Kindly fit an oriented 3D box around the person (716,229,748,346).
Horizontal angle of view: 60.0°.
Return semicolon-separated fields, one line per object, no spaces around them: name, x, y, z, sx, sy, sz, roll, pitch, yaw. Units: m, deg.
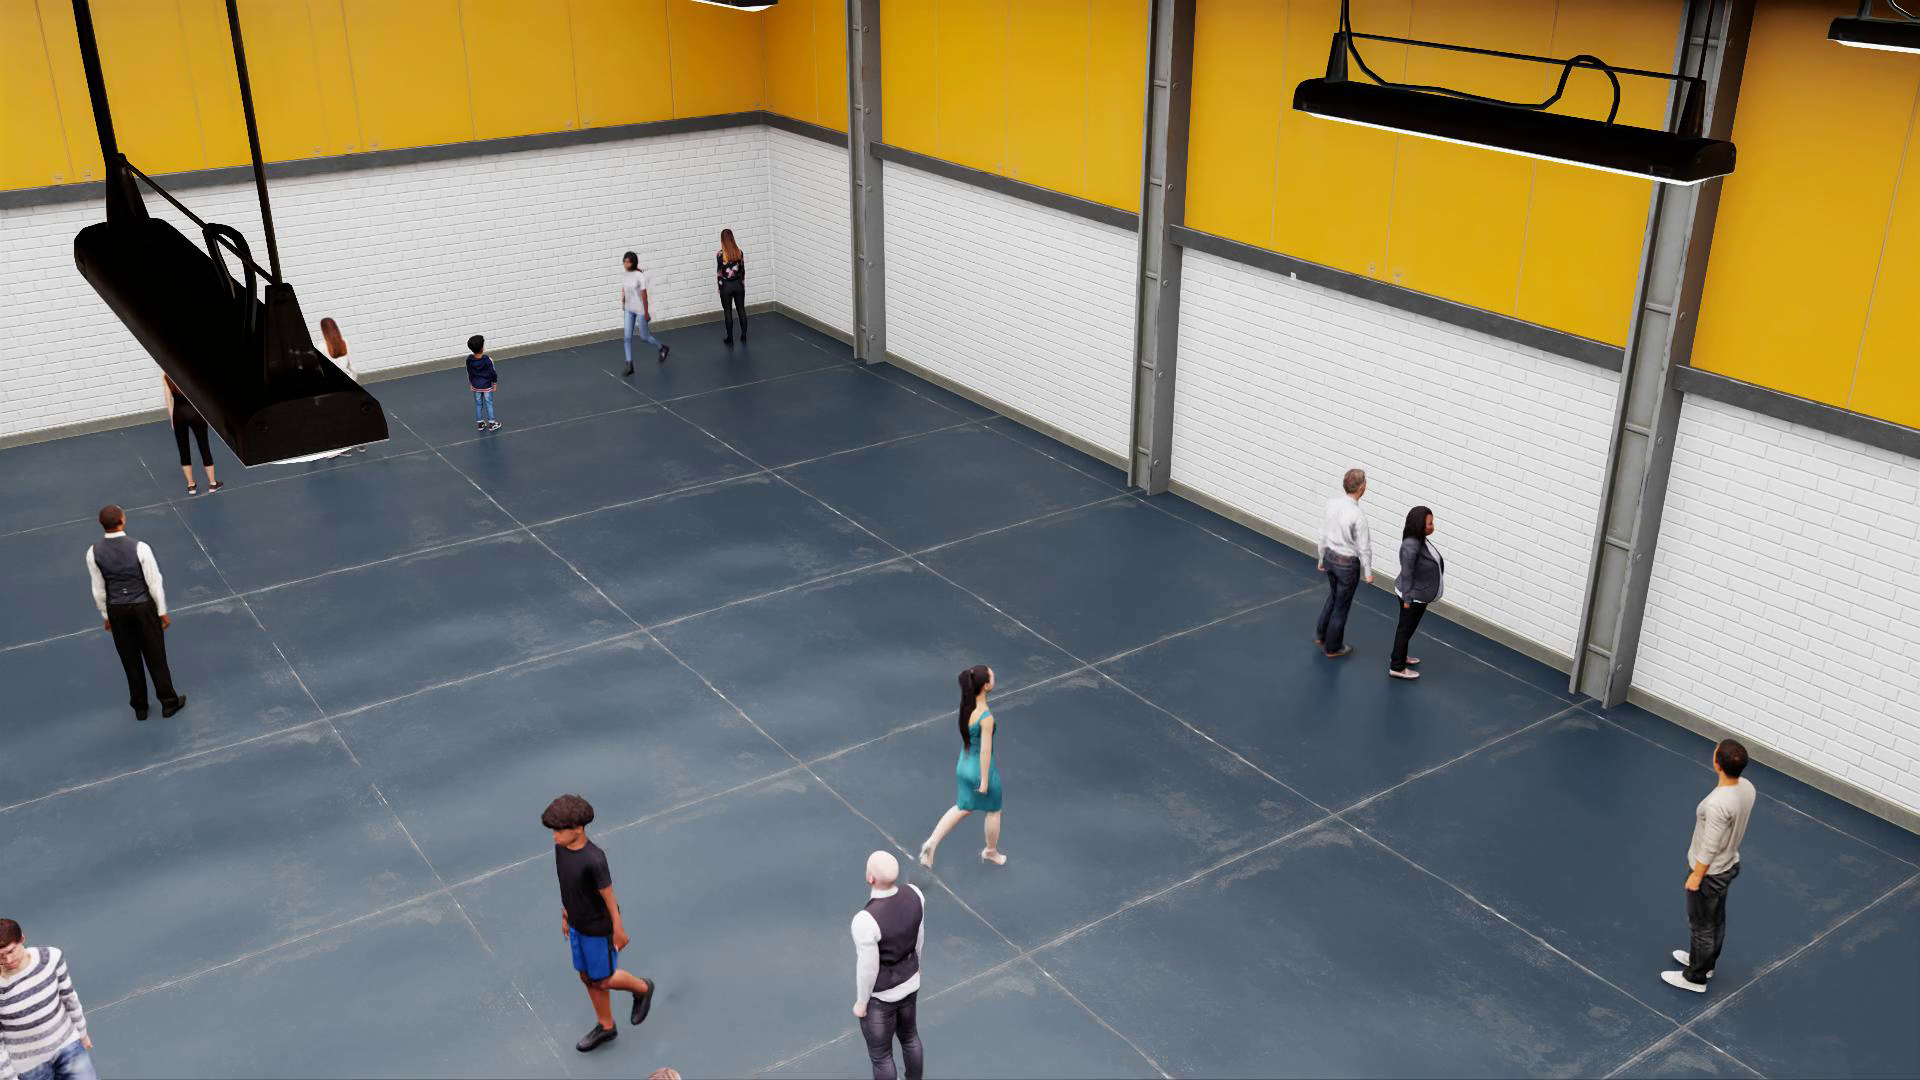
person;-3.286;-3.656;23.991;0.603;1.684;0.560;-11;26;-23

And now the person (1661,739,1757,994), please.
person;4.860;2.091;10.687;0.684;1.810;0.604;-22;32;-40

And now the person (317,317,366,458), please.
person;-7.389;-1.832;19.808;0.654;1.692;0.688;17;29;34

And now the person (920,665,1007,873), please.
person;0.040;1.678;11.821;0.626;1.657;0.882;-13;27;-28

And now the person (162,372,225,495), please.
person;-8.677;-1.363;18.695;0.636;1.724;0.640;-4;24;-9

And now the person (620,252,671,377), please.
person;-4.357;-3.116;22.746;1.097;1.691;0.986;14;27;29

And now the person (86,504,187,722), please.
person;-6.938;0.606;13.948;0.775;1.918;0.746;-4;24;-9

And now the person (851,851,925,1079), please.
person;-0.414;2.577;9.558;0.682;1.822;0.751;18;29;36

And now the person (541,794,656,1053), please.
person;-2.205;2.306;10.243;0.820;1.772;0.783;20;30;38

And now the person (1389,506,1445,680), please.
person;4.002;0.446;14.718;0.834;1.594;0.790;8;25;17

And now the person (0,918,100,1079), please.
person;-5.060;2.768;9.111;0.712;1.830;0.705;21;31;39

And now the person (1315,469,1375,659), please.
person;3.386;0.232;14.942;0.752;1.807;0.571;-12;26;-25

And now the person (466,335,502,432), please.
person;-5.949;-1.960;20.688;0.596;1.221;0.648;2;24;6
